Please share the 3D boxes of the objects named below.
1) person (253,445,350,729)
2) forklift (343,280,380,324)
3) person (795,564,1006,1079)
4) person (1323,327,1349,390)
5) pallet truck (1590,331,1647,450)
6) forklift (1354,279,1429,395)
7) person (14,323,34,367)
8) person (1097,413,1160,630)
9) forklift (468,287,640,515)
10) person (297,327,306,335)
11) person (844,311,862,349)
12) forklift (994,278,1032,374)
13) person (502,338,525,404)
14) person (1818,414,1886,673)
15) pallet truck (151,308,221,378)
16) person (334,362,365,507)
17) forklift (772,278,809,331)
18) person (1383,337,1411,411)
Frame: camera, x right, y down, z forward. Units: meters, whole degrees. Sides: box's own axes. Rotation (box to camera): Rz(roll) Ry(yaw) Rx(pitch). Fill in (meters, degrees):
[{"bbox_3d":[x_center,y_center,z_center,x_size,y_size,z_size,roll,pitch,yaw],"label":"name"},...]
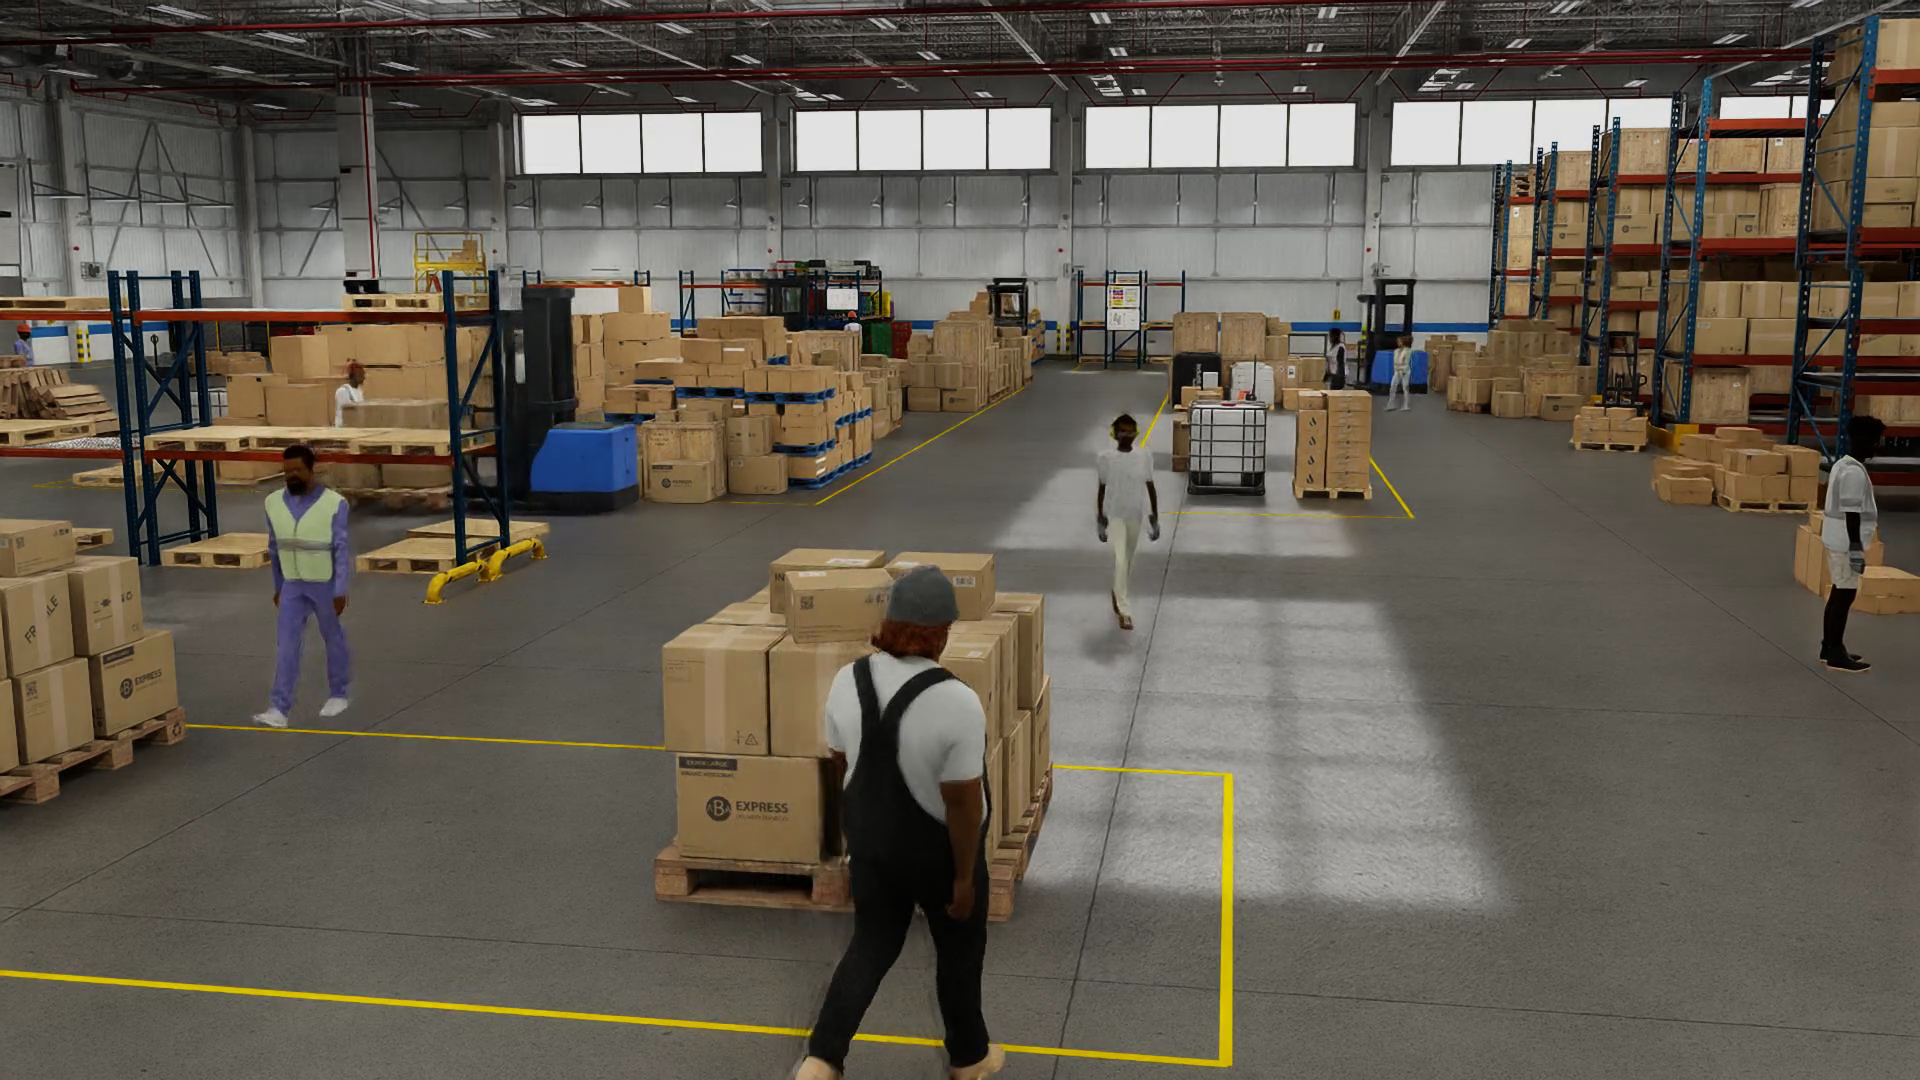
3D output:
[{"bbox_3d":[-4.360,0.318,11.032,0.623,1.872,0.957,1,9,7],"label":"person"},{"bbox_3d":[-12.813,-4.191,35.764,1.873,2.768,1.129,1,9,9],"label":"forklift"},{"bbox_3d":[-0.210,1.061,5.950,0.686,2.000,0.909,7,11,35],"label":"person"},{"bbox_3d":[7.494,-3.257,32.975,0.503,1.920,0.787,0,9,-3],"label":"person"},{"bbox_3d":[11.253,-2.573,28.499,0.823,1.965,1.885,5,10,27],"label":"pallet truck"},{"bbox_3d":[10.598,-4.982,40.640,1.129,2.768,1.873,-2,9,-12],"label":"forklift"},{"bbox_3d":[-19.486,-3.555,34.741,0.370,1.935,0.552,-2,9,-13],"label":"person"},{"bbox_3d":[1.435,-0.198,14.380,0.530,1.837,0.913,-1,9,-8],"label":"person"},{"bbox_3d":[-5.105,-1.774,20.855,1.873,2.768,1.129,1,9,9],"label":"forklift"},{"bbox_3d":[-16.791,-4.654,42.521,0.503,1.615,0.610,-2,9,-11],"label":"person"},{"bbox_3d":[-2.921,-5.248,45.177,0.543,1.939,0.359,-6,11,-33],"label":"person"},{"bbox_3d":[1.428,-6.032,47.116,1.129,2.768,1.873,1,9,9],"label":"forklift"},{"bbox_3d":[-7.346,-2.392,27.631,0.636,1.925,0.426,3,10,17],"label":"person"},{"bbox_3d":[6.766,0.017,12.648,0.383,1.958,0.627,4,10,22],"label":"person"},{"bbox_3d":[-21.869,-5.598,47.154,0.823,1.965,1.885,4,10,26],"label":"pallet truck"},{"bbox_3d":[-7.792,-1.344,21.319,0.505,1.861,0.590,0,9,3],"label":"person"},{"bbox_3d":[-4.444,-5.516,43.932,1.129,2.768,1.873,-6,11,-32],"label":"forklift"},{"bbox_3d":[9.462,-3.571,35.863,0.740,1.607,0.513,-6,11,-34],"label":"person"}]
